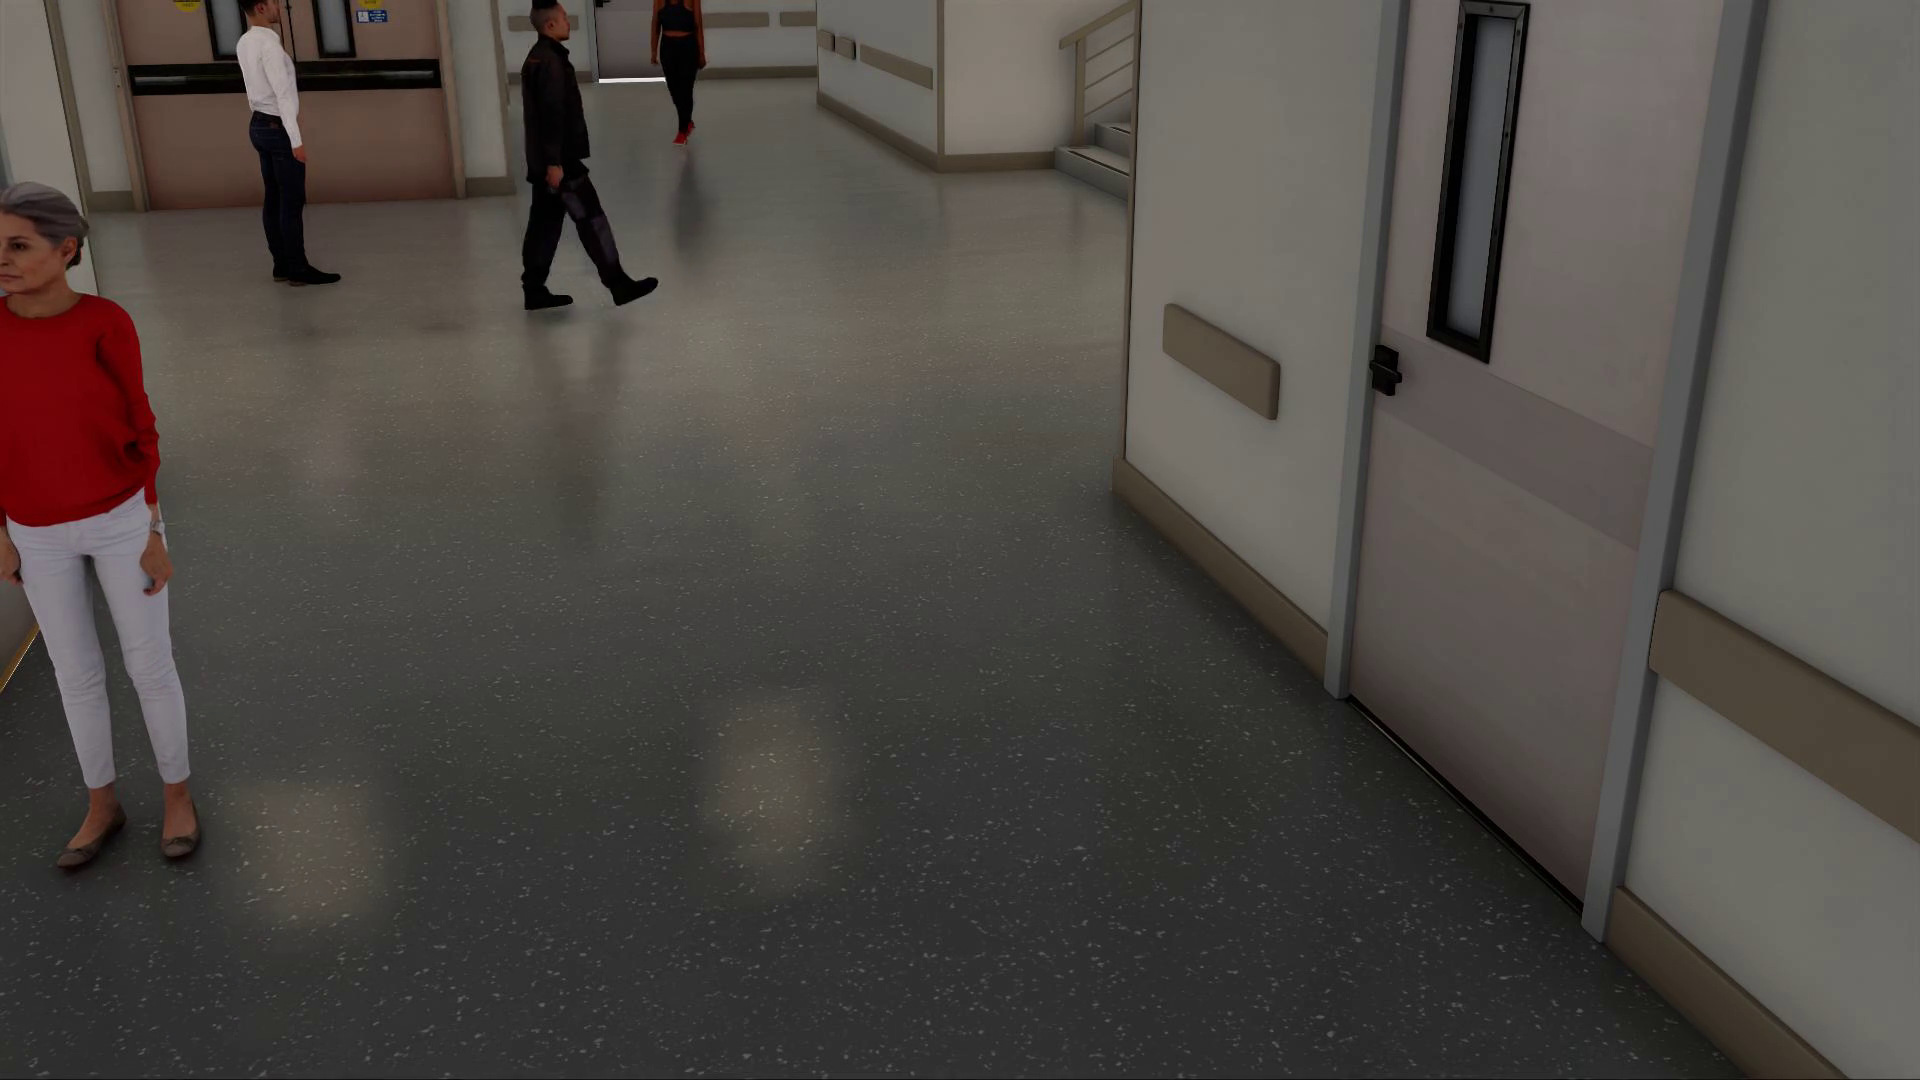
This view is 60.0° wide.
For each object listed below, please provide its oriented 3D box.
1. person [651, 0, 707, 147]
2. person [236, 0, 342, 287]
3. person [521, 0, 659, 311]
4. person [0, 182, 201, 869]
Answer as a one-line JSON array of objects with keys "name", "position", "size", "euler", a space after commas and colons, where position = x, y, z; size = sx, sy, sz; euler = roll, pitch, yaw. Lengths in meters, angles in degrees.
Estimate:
[{"name": "person", "position": [-2.808, -4.888, 16.781], "size": [1.267, 1.772, 1.079], "euler": [3, 21, 8]}, {"name": "person", "position": [-4.328, -2.563, 10.508], "size": [0.740, 1.868, 0.717], "euler": [-19, 28, -40]}, {"name": "person", "position": [-2.430, -2.222, 9.656], "size": [1.065, 1.833, 0.866], "euler": [-9, 22, -21]}, {"name": "person", "position": [-2.108, -0.014, 4.023], "size": [0.471, 1.694, 0.616], "euler": [-4, 21, -11]}]
